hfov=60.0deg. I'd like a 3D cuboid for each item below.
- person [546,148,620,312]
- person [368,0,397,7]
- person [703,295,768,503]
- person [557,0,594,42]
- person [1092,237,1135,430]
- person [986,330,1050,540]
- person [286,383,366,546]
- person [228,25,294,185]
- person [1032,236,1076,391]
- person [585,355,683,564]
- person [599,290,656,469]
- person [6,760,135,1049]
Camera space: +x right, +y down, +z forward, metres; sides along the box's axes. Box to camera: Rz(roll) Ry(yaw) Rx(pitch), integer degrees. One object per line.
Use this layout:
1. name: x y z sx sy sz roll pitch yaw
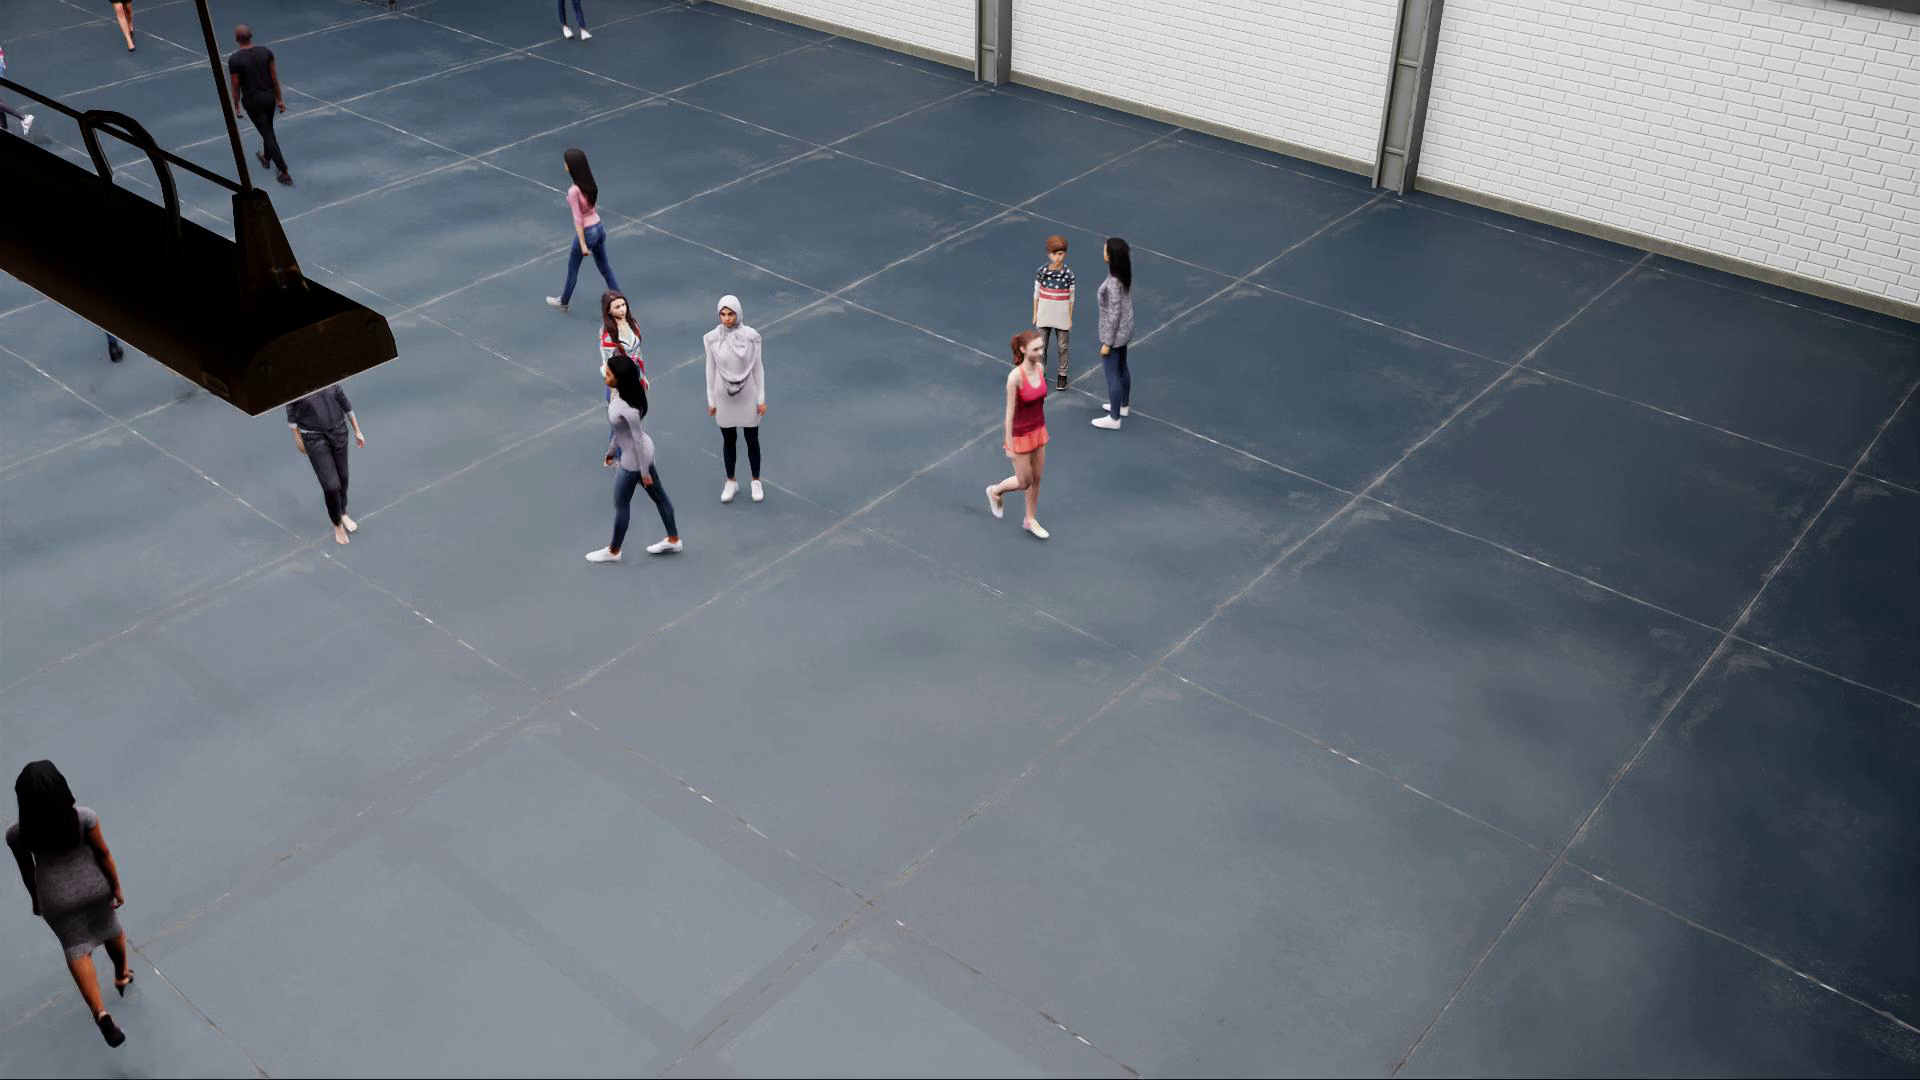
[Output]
1. person: -3.496 -2.908 16.002 1.131 1.708 0.806 13 36 18
2. person: -8.840 -8.864 24.970 1.183 1.701 0.632 22 40 30
3. person: -1.776 -1.127 13.262 0.671 1.775 0.746 -1 34 -1
4. person: -5.665 -7.997 23.627 0.820 1.744 1.086 -20 39 -27
5. person: 1.341 -1.786 14.293 0.621 1.732 0.675 14 36 19
6. person: 0.458 -0.839 12.854 0.596 1.747 0.817 -29 43 -36
7. person: -4.947 -0.833 12.848 0.650 1.745 0.696 -29 43 -36
8. person: -7.929 -4.930 18.972 1.073 1.788 0.687 26 42 34
9. person: 0.844 -2.050 14.958 0.549 1.436 0.652 8 34 12
10. person: -2.330 -0.612 12.548 1.020 1.709 0.987 -5 34 -7
11. person: -2.765 -1.307 13.679 0.537 1.614 0.605 21 39 28
12. person: -4.605 1.923 8.688 0.831 1.759 1.073 -17 37 -23
